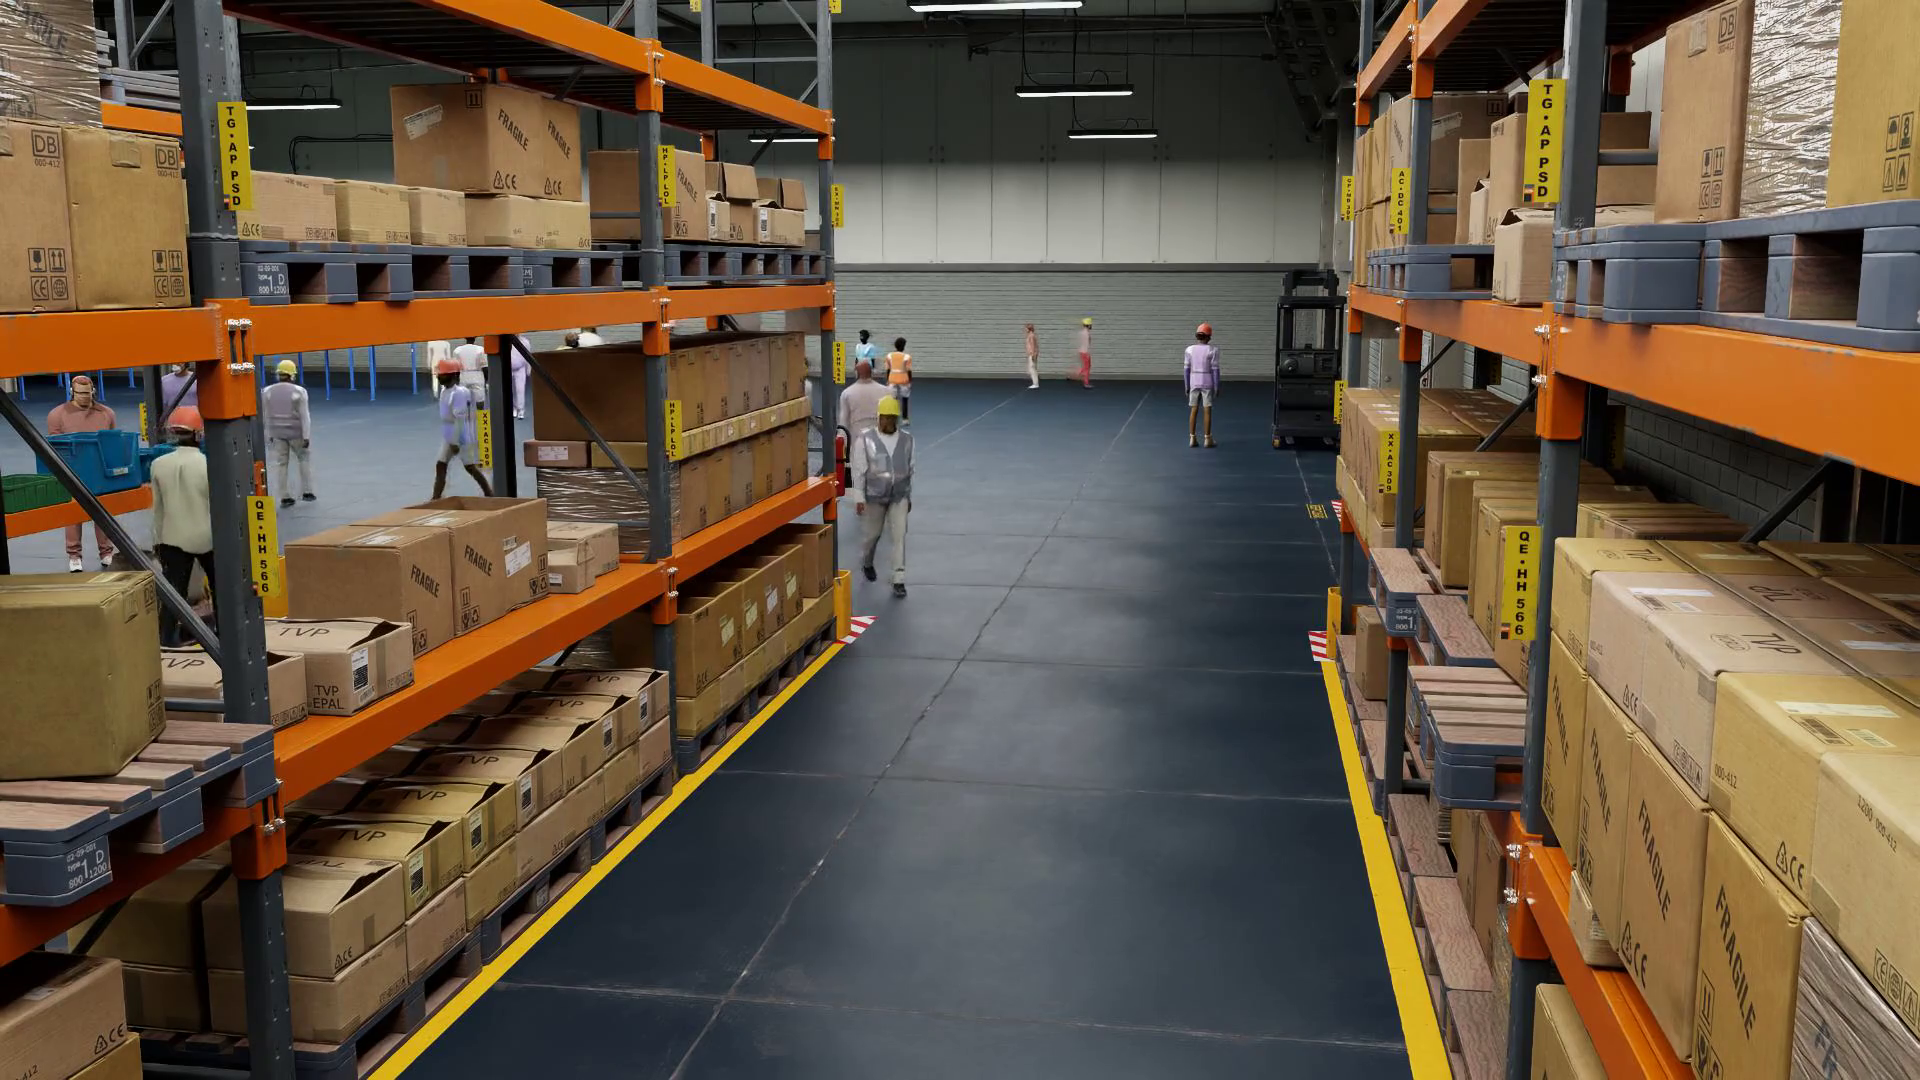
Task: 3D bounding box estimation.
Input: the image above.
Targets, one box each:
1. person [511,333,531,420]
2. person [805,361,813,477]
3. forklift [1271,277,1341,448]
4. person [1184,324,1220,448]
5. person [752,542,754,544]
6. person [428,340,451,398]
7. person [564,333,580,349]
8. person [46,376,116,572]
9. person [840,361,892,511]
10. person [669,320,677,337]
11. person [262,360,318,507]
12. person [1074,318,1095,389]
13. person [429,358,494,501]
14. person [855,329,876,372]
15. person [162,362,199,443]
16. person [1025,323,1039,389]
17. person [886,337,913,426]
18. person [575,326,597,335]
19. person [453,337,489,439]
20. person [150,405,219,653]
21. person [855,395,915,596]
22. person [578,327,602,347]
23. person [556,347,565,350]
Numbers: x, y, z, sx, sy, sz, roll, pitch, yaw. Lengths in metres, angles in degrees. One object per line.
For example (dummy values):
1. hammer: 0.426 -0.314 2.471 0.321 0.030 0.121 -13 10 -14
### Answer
1. person: -8.842 -3.344 33.022 0.641 1.866 0.968 -1 9 -8
2. person: -2.044 -1.385 20.924 0.387 1.855 0.554 -7 11 -37
3. forklift: 5.847 -3.016 27.970 1.129 2.768 1.873 1 9 9
4. person: 4.032 -2.572 27.672 0.610 2.043 0.397 5 11 30
5. person: -1.975 -0.528 16.301 0.315 1.641 0.514 0 9 1
6. person: -11.728 -3.952 37.466 0.511 1.621 0.492 -2 9 -12
7. person: -6.751 -2.696 29.065 0.429 1.840 0.640 -6 11 -34
8. person: -8.542 -0.655 16.288 0.638 1.902 0.407 -9 13 -44
9. person: -1.103 -1.205 19.846 0.631 1.845 1.042 0 9 -2
10. person: -5.826 -3.512 33.703 0.609 1.969 0.879 -8 12 -42
11. person: -8.385 -1.349 20.862 0.597 1.810 0.678 0 9 -1
12. person: 3.128 -4.641 41.292 0.393 1.753 0.552 -2 9 -11
13. person: -6.047 -1.245 20.007 1.011 1.890 0.566 -9 13 -43
14. person: -2.002 -3.709 35.842 0.536 1.668 0.757 8 12 42
15. person: -9.646 -1.387 20.718 0.643 1.932 0.379 0 9 -2
16. person: 1.785 -4.571 41.287 0.347 1.628 0.538 0 9 2
17. person: -1.153 -2.972 31.256 0.546 1.679 0.584 3 10 15
18. person: -9.590 -5.038 43.022 0.986 2.000 0.693 6 11 31
19. person: -8.487 -2.741 28.948 0.600 1.967 0.367 0 9 0
20. person: -5.638 -0.012 12.190 0.626 1.950 1.004 1 9 7
21. person: -0.695 -0.435 15.235 0.595 1.809 0.822 -3 10 -18
22. person: -7.646 -3.575 34.309 0.646 1.908 0.814 -6 11 -33
23. person: -6.198 -2.157 26.022 0.527 1.745 0.726 -4 10 -24
